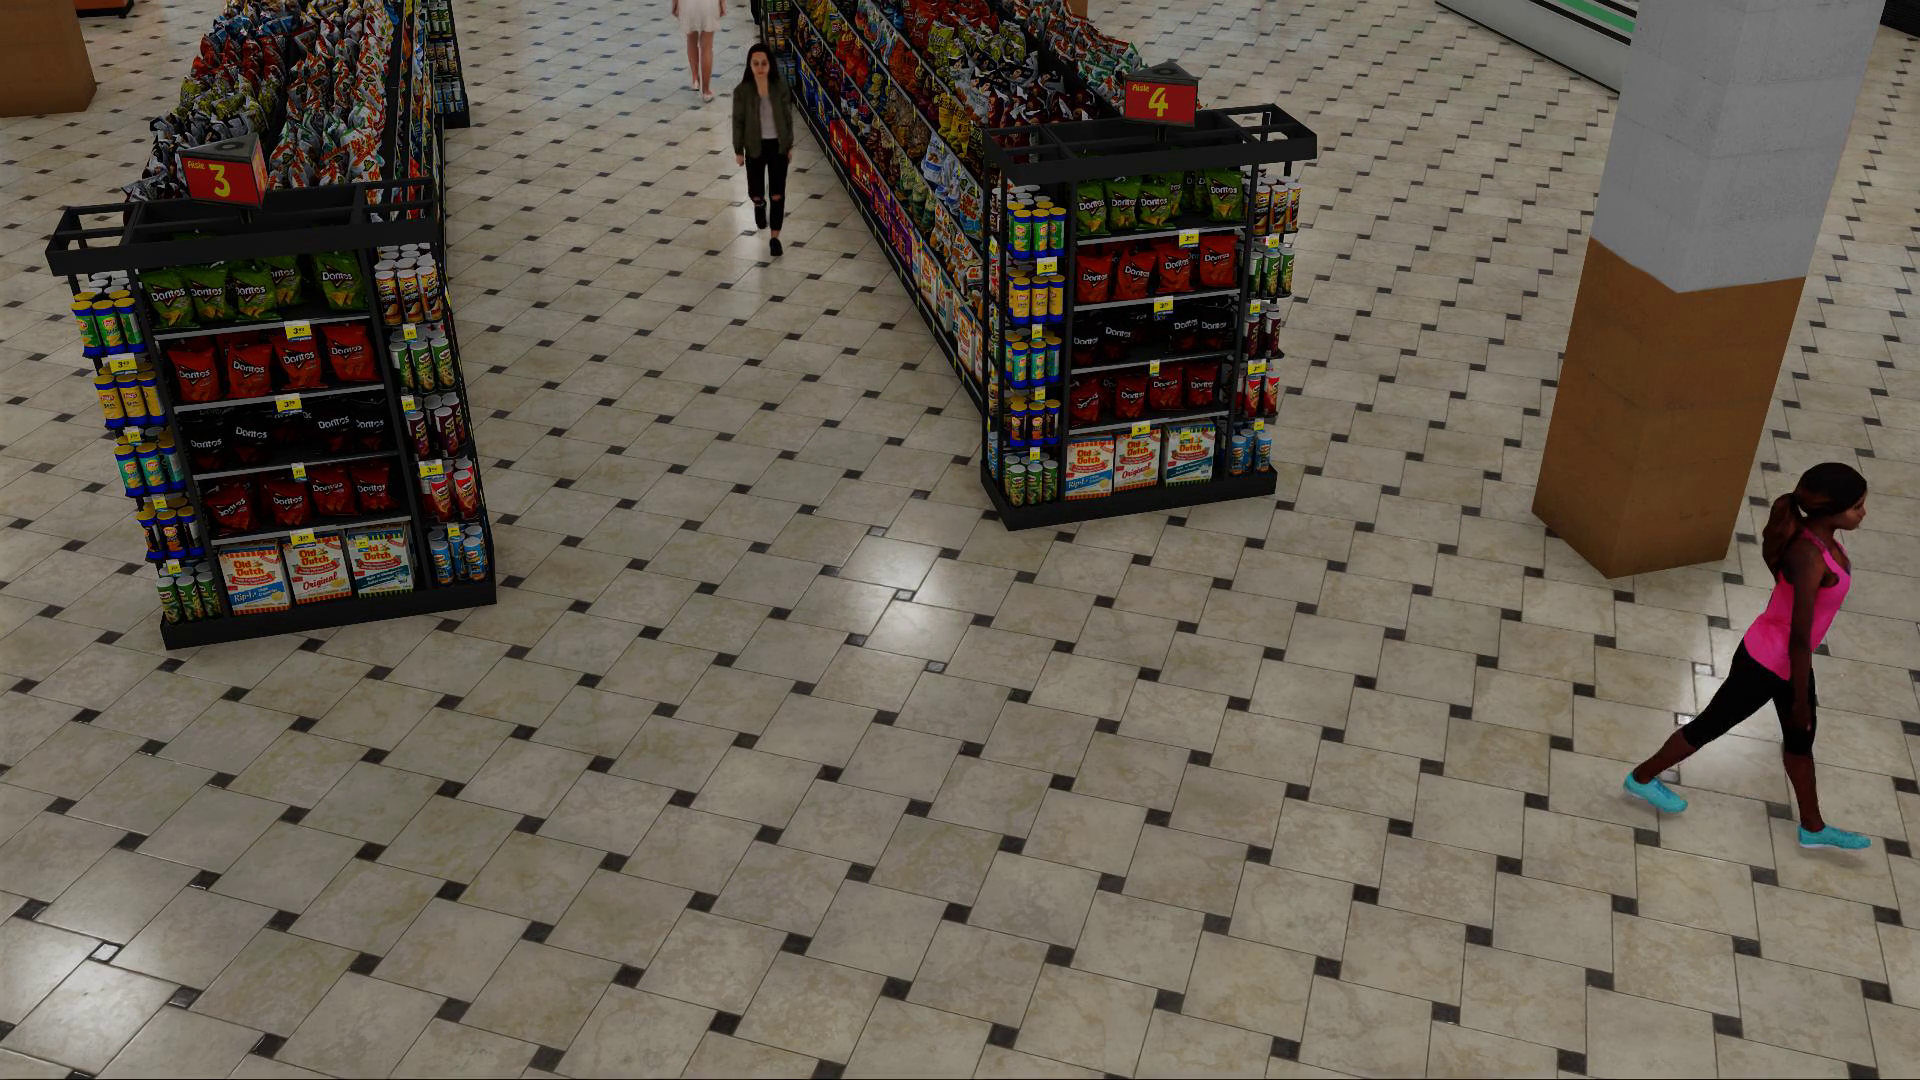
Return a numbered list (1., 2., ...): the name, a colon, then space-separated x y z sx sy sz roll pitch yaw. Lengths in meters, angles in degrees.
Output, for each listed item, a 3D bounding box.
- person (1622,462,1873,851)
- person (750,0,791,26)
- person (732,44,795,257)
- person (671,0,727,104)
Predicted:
1. person: 3.013 0.459 6.368 1.159 1.668 1.088 18 36 26
2. person: -1.972 -6.188 16.889 0.802 1.839 0.746 5 32 8
3. person: -1.372 -2.777 11.764 0.630 1.461 0.850 -5 32 -9
4. person: -2.316 -4.699 14.627 0.714 1.700 0.709 2 32 3
